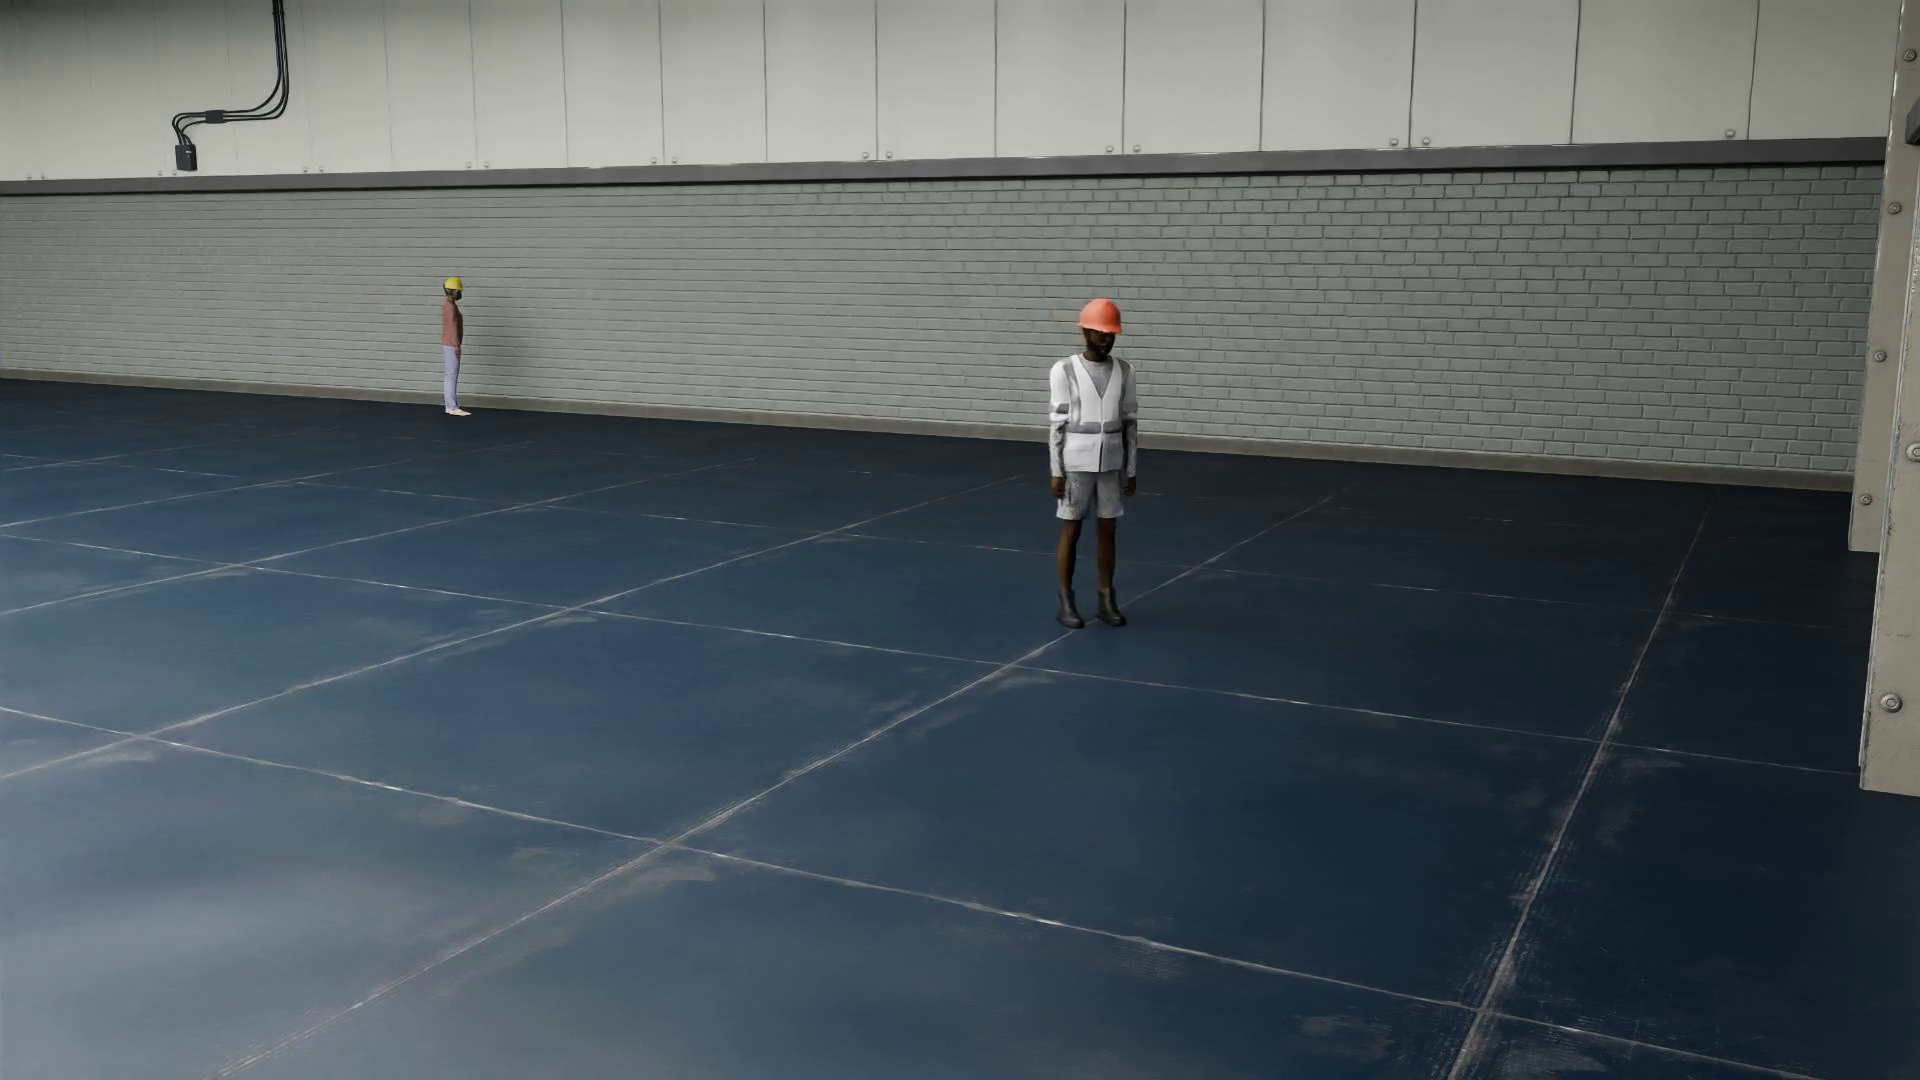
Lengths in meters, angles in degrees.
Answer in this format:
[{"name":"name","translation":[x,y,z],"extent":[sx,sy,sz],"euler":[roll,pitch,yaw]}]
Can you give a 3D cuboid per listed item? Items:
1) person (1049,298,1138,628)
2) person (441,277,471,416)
[{"name":"person","translation":[0.794,-0.443,9.751],"extent":[0.555,1.932,0.386],"euler":[-3,11,-17]},{"name":"person","translation":[-6.464,-2.469,21.277],"extent":[0.329,1.762,0.523],"euler":[-5,11,-24]}]
